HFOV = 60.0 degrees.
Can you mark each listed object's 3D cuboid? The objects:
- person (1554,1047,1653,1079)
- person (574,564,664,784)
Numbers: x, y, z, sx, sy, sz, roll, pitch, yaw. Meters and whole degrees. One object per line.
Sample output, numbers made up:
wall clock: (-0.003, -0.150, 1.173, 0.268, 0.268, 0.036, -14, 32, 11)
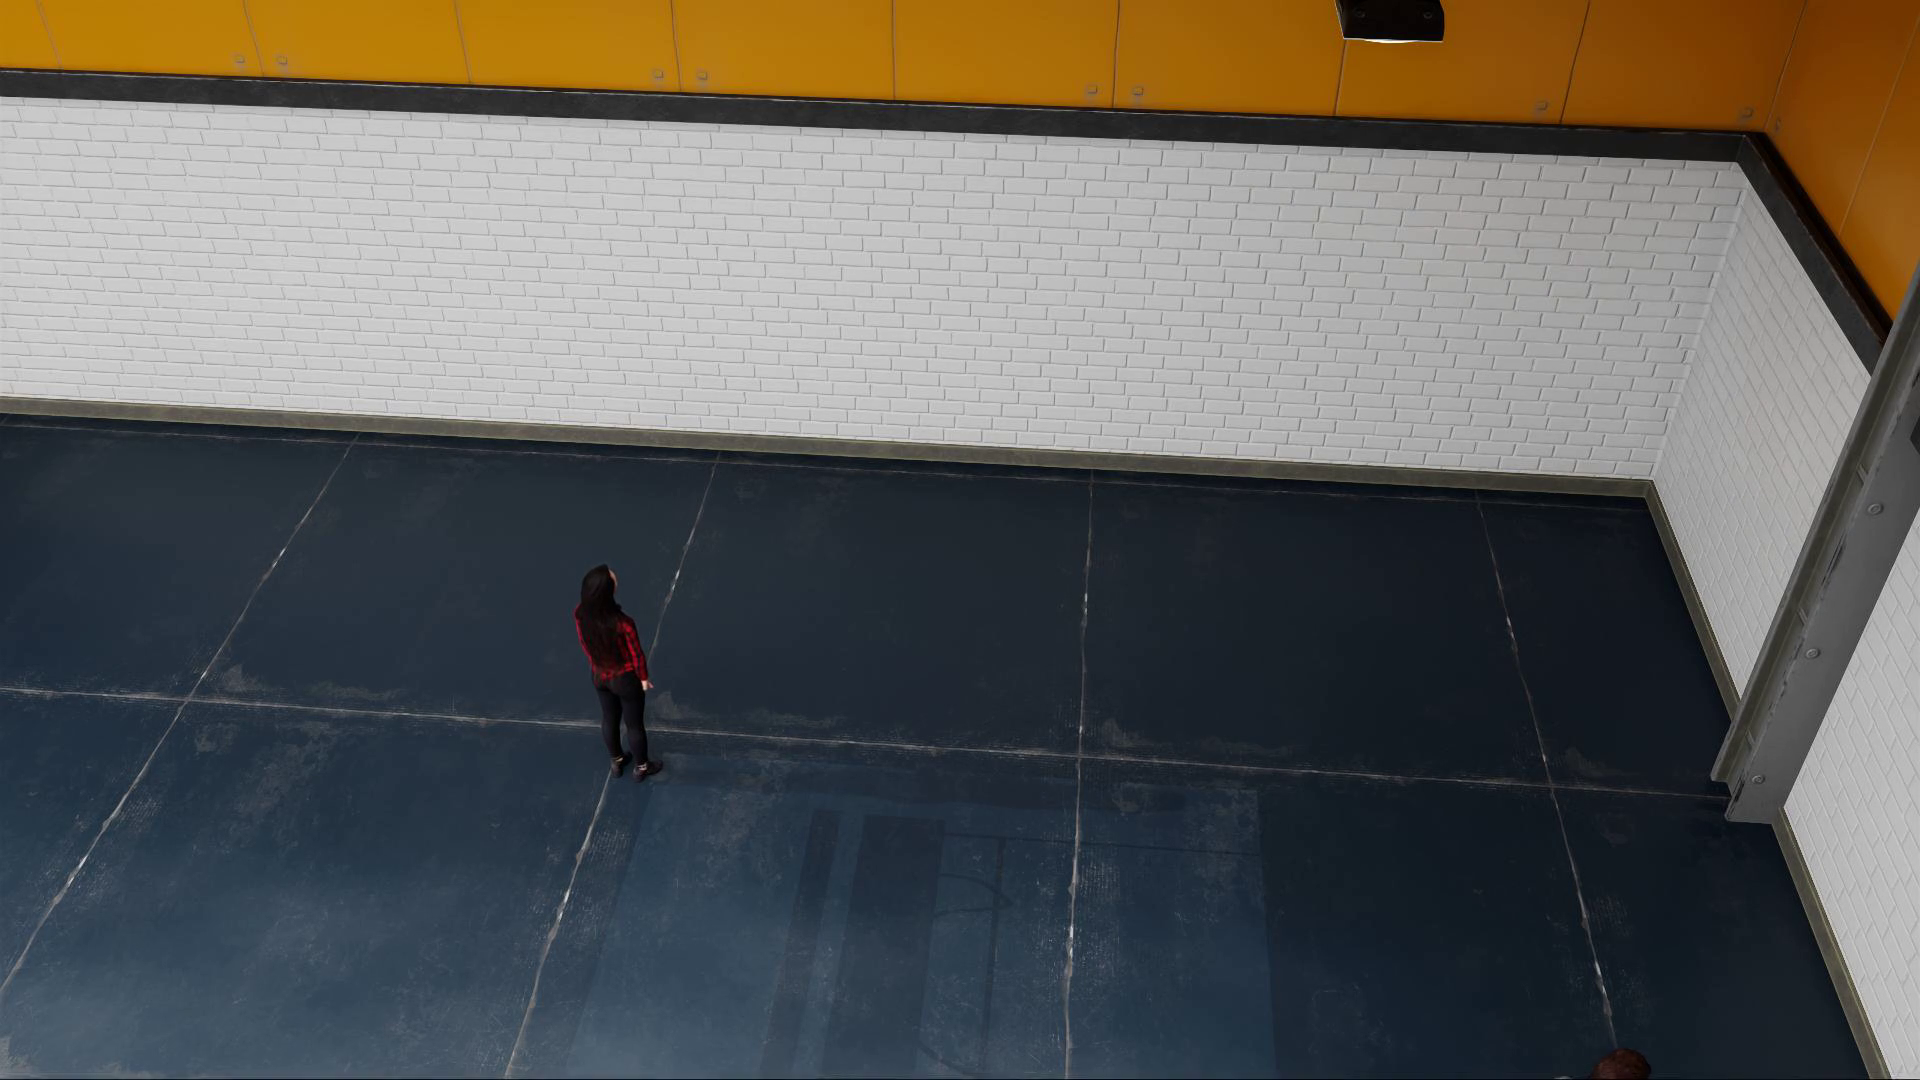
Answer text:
person: (2.619, 2.934, 7.363, 1.277, 1.874, 1.229, -26, 45, -29)
person: (-2.102, 0.835, 10.163, 0.644, 1.658, 0.614, 15, 41, 18)
